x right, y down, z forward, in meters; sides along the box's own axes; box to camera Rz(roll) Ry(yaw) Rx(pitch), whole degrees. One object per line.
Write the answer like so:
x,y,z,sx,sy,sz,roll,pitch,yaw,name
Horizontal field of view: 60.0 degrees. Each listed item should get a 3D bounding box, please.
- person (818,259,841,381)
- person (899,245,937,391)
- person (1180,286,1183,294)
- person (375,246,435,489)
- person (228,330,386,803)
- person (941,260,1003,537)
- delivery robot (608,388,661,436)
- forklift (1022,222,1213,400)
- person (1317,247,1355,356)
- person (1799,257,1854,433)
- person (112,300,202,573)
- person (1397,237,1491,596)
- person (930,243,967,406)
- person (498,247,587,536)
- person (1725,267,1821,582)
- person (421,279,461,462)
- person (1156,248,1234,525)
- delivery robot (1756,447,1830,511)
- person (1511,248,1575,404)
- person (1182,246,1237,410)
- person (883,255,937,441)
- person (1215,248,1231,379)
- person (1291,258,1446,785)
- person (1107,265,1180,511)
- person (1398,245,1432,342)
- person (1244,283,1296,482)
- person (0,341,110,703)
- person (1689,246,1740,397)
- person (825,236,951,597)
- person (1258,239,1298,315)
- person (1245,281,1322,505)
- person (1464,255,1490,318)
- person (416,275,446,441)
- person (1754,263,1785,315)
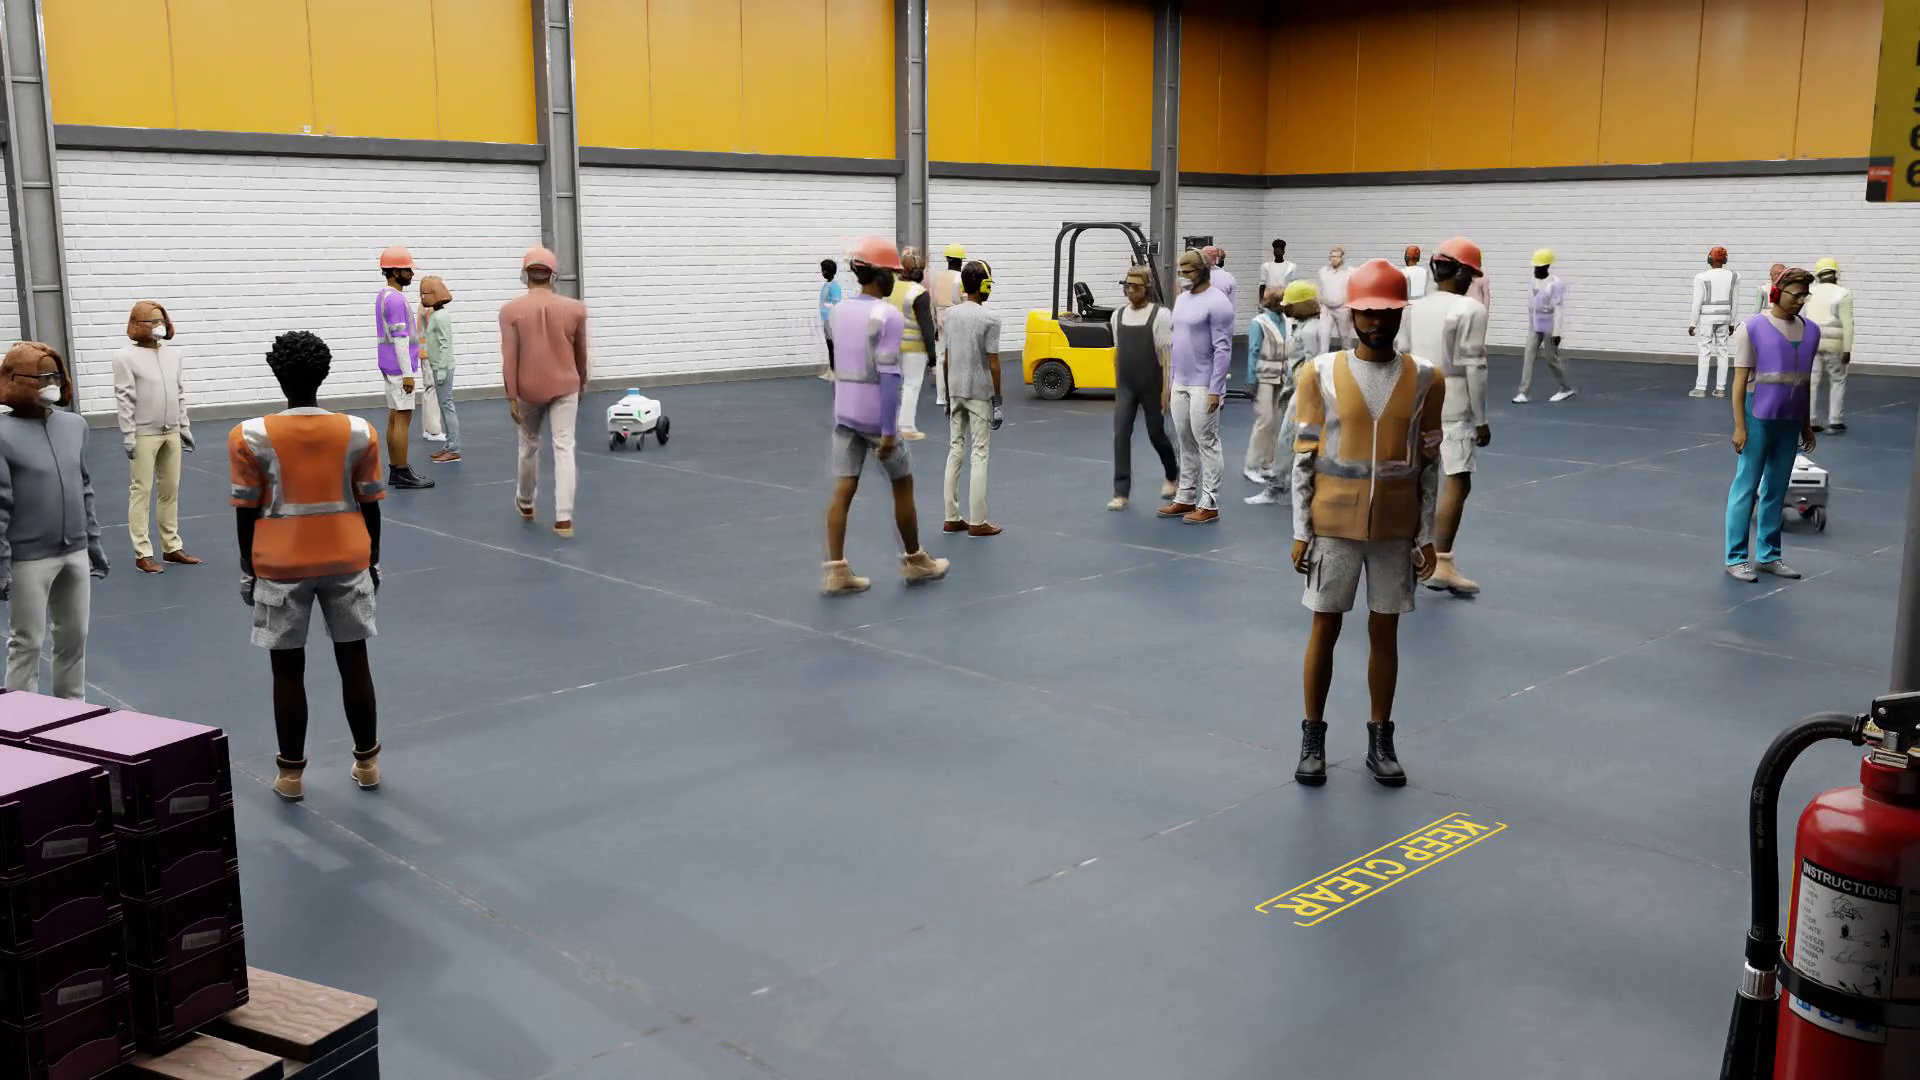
-1.798,-3.053,23.142,0.319,1.693,0.532,-4,11,-20,person
-0.551,-2.852,21.501,0.567,1.891,0.657,-1,10,-7,person
3.242,-3.056,23.003,0.426,1.746,0.548,-4,11,-19,person
-4.473,-1.378,13.340,0.355,1.938,0.545,-6,12,-28,person
-2.324,0.096,5.984,0.530,1.688,0.321,-7,13,-34,person
0.083,-0.947,11.222,0.500,1.861,0.327,8,13,37,person
-3.119,-1.209,15.937,0.477,0.478,0.707,1,11,6,delivery robot
1.935,-2.847,20.651,2.313,2.155,1.214,2,11,13,forklift
5.682,-3.478,25.046,0.651,1.857,0.994,6,12,30,person
8.873,-1.984,17.047,0.659,1.790,0.621,-8,13,-36,person
-4.865,-0.628,10.075,0.278,1.634,0.498,4,11,21,person
2.754,-0.706,9.499,0.617,2.009,0.851,-5,12,-26,person
-0.082,-2.539,19.699,0.594,1.924,0.382,8,13,37,person
-2.858,-1.032,11.457,0.593,1.926,1.045,-4,11,-18,person
4.776,-0.679,9.799,0.563,1.839,0.389,-3,11,-18,person
-4.660,-1.515,14.913,0.270,1.632,0.509,-4,11,-19,person
1.665,-1.079,11.722,0.370,1.934,0.627,-5,12,-25,person
5.827,-0.430,11.688,0.477,0.478,0.707,2,11,9,delivery robot
7.106,-2.581,20.111,0.945,1.871,0.592,-5,12,-26,person
2.883,-2.457,19.335,0.639,1.900,0.401,0,10,0,person
-0.458,-1.889,16.431,0.504,1.826,0.659,-8,13,-37,person
3.618,-3.206,23.575,0.429,1.842,0.626,-4,11,-23,person
1.490,-0.052,6.105,0.542,1.939,0.362,1,10,5,person
1.395,-1.151,12.457,0.530,1.813,0.899,6,12,31,person
6.114,-3.049,22.604,0.575,1.883,0.355,-5,12,-25,person
2.558,-1.293,13.718,0.317,1.639,0.530,10,14,44,person
-3.441,0.070,6.276,0.269,1.631,0.508,3,11,17,person
9.431,-2.723,20.824,0.572,1.883,0.356,0,10,-1,person
-0.437,-0.706,9.472,0.623,2.000,0.944,10,14,42,person
5.038,-3.784,26.384,0.614,1.962,0.366,4,11,19,person
2.609,-1.080,12.403,0.827,1.697,0.487,2,11,13,person
7.791,-3.484,25.288,0.523,1.769,0.315,7,13,35,person
-5.197,-1.784,16.391,0.312,1.633,0.519,-5,11,-24,person
11.057,-2.925,22.577,0.518,1.645,0.307,6,12,28,person
